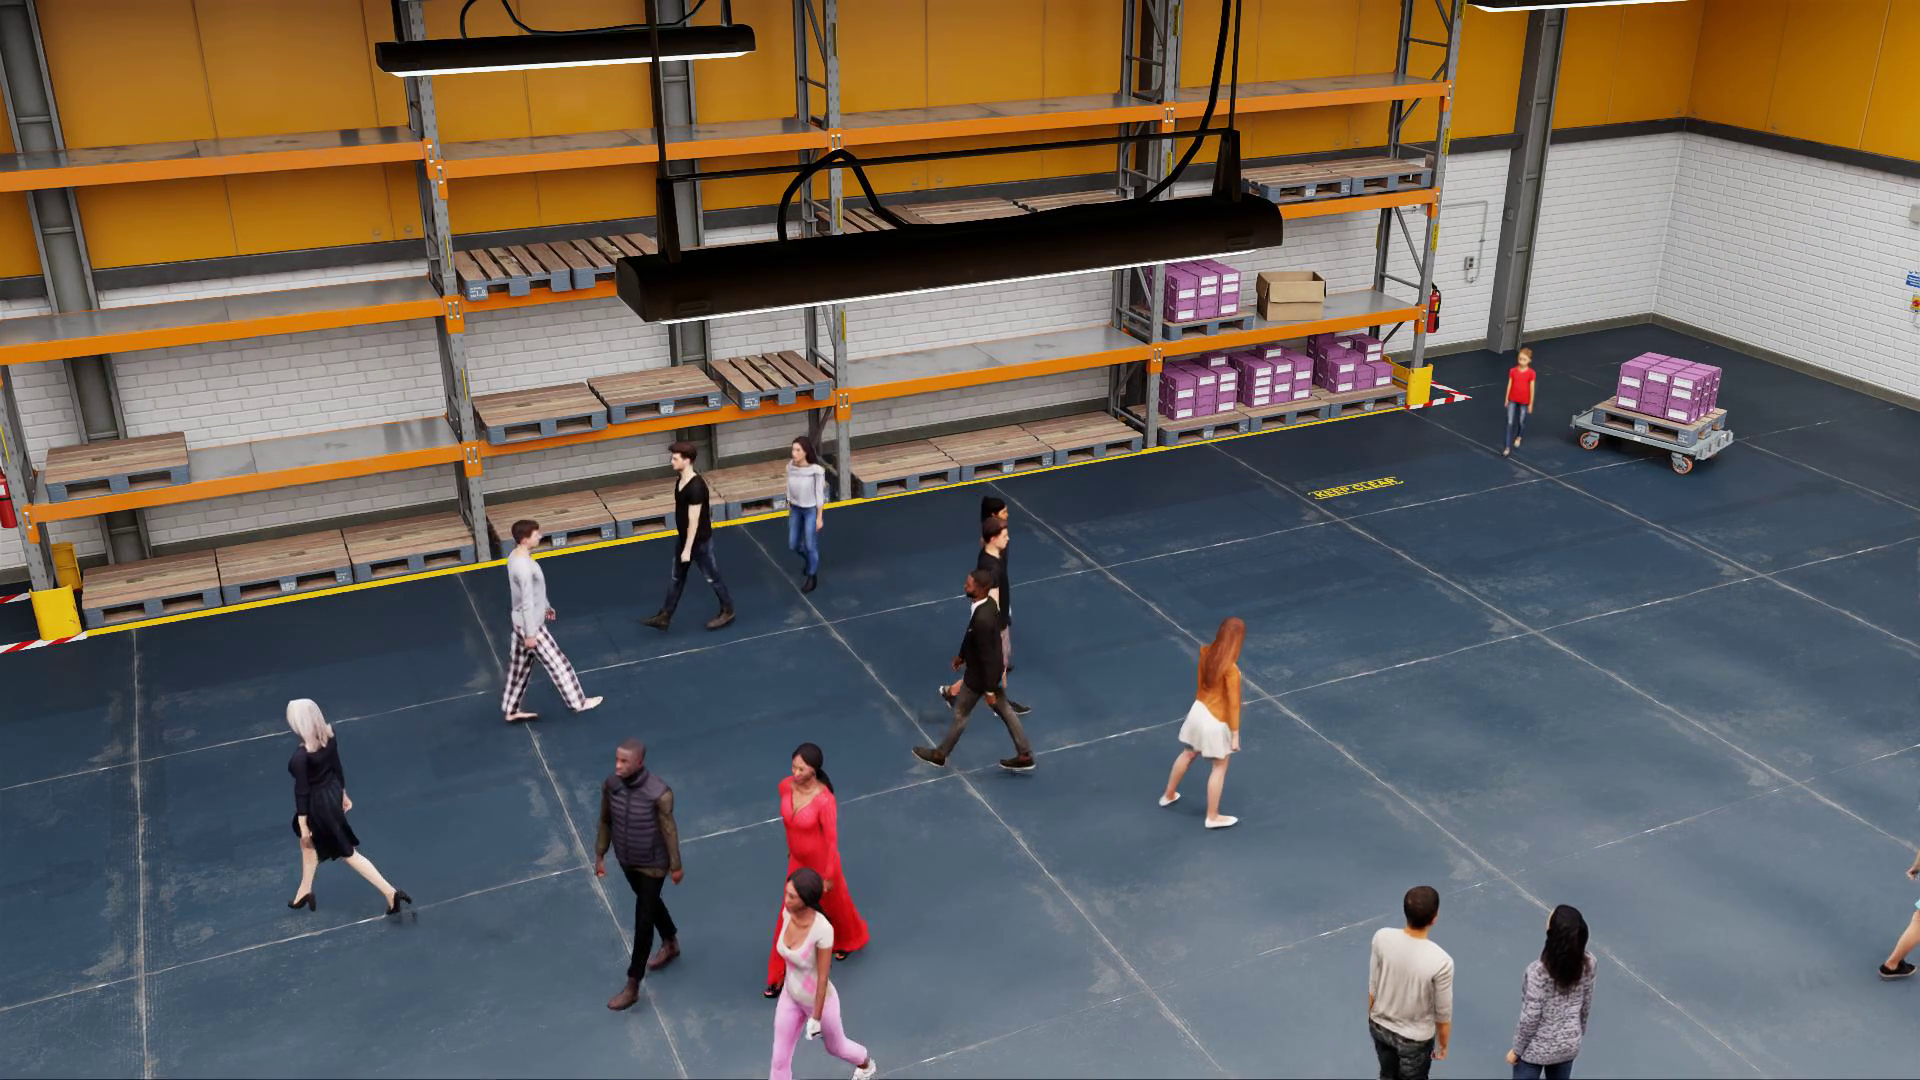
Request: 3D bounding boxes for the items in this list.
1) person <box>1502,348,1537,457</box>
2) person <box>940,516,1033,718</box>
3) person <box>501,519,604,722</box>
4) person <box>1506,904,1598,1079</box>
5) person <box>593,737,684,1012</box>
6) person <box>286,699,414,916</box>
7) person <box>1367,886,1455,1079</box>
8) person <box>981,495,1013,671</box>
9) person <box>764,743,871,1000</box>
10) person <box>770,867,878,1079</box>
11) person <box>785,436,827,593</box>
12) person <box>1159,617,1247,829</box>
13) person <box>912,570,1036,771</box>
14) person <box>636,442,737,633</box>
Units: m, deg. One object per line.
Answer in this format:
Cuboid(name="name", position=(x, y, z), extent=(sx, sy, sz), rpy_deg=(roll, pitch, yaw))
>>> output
Cuboid(name="person", position=(6.708, -1.667, 19.898), extent=(0.832, 1.284, 0.964), rpy_deg=(12, 26, 26))
Cuboid(name="person", position=(0.192, 0.667, 13.859), extent=(1.126, 1.844, 0.926), rpy_deg=(-1, 24, -1))
Cuboid(name="person", position=(-3.662, 0.704, 13.809), extent=(1.068, 1.816, 0.686), rpy_deg=(-9, 25, -21))
Cuboid(name="person", position=(3.249, 2.765, 9.201), extent=(0.493, 1.732, 0.705), rpy_deg=(-7, 25, -16))
Cuboid(name="person", position=(-1.985, 2.045, 10.755), extent=(1.041, 1.805, 1.179), rpy_deg=(14, 27, 29))
Cuboid(name="person", position=(-4.222, 1.878, 11.273), extent=(1.224, 1.696, 0.989), rpy_deg=(3, 24, 6))
Cuboid(name="person", position=(2.407, 2.744, 9.173), extent=(0.892, 1.791, 1.021), rpy_deg=(17, 29, 34))
Cuboid(name="person", position=(0.196, 0.394, 14.728), extent=(0.761, 1.649, 0.727), rpy_deg=(3, 24, 7))
Cuboid(name="person", position=(-0.883, 2.077, 10.766), extent=(1.037, 1.739, 1.243), rpy_deg=(15, 28, 30))
Cuboid(name="person", position=(-0.785, 2.626, 9.557), extent=(0.882, 1.700, 1.210), rpy_deg=(20, 30, 37))
Cuboid(name="person", position=(-1.461, -0.280, 16.308), extent=(0.767, 1.619, 0.823), rpy_deg=(12, 26, 25))
Cuboid(name="person", position=(1.885, 1.360, 12.458), extent=(0.733, 1.696, 0.821), rpy_deg=(-13, 27, -27))
Cuboid(name="person", position=(0.284, 1.079, 13.048), extent=(1.296, 1.738, 1.128), rpy_deg=(4, 24, 10))
Cuboid(name="person", position=(-2.360, -0.006, 15.386), extent=(1.168, 1.855, 0.738), rpy_deg=(-13, 27, -27))
